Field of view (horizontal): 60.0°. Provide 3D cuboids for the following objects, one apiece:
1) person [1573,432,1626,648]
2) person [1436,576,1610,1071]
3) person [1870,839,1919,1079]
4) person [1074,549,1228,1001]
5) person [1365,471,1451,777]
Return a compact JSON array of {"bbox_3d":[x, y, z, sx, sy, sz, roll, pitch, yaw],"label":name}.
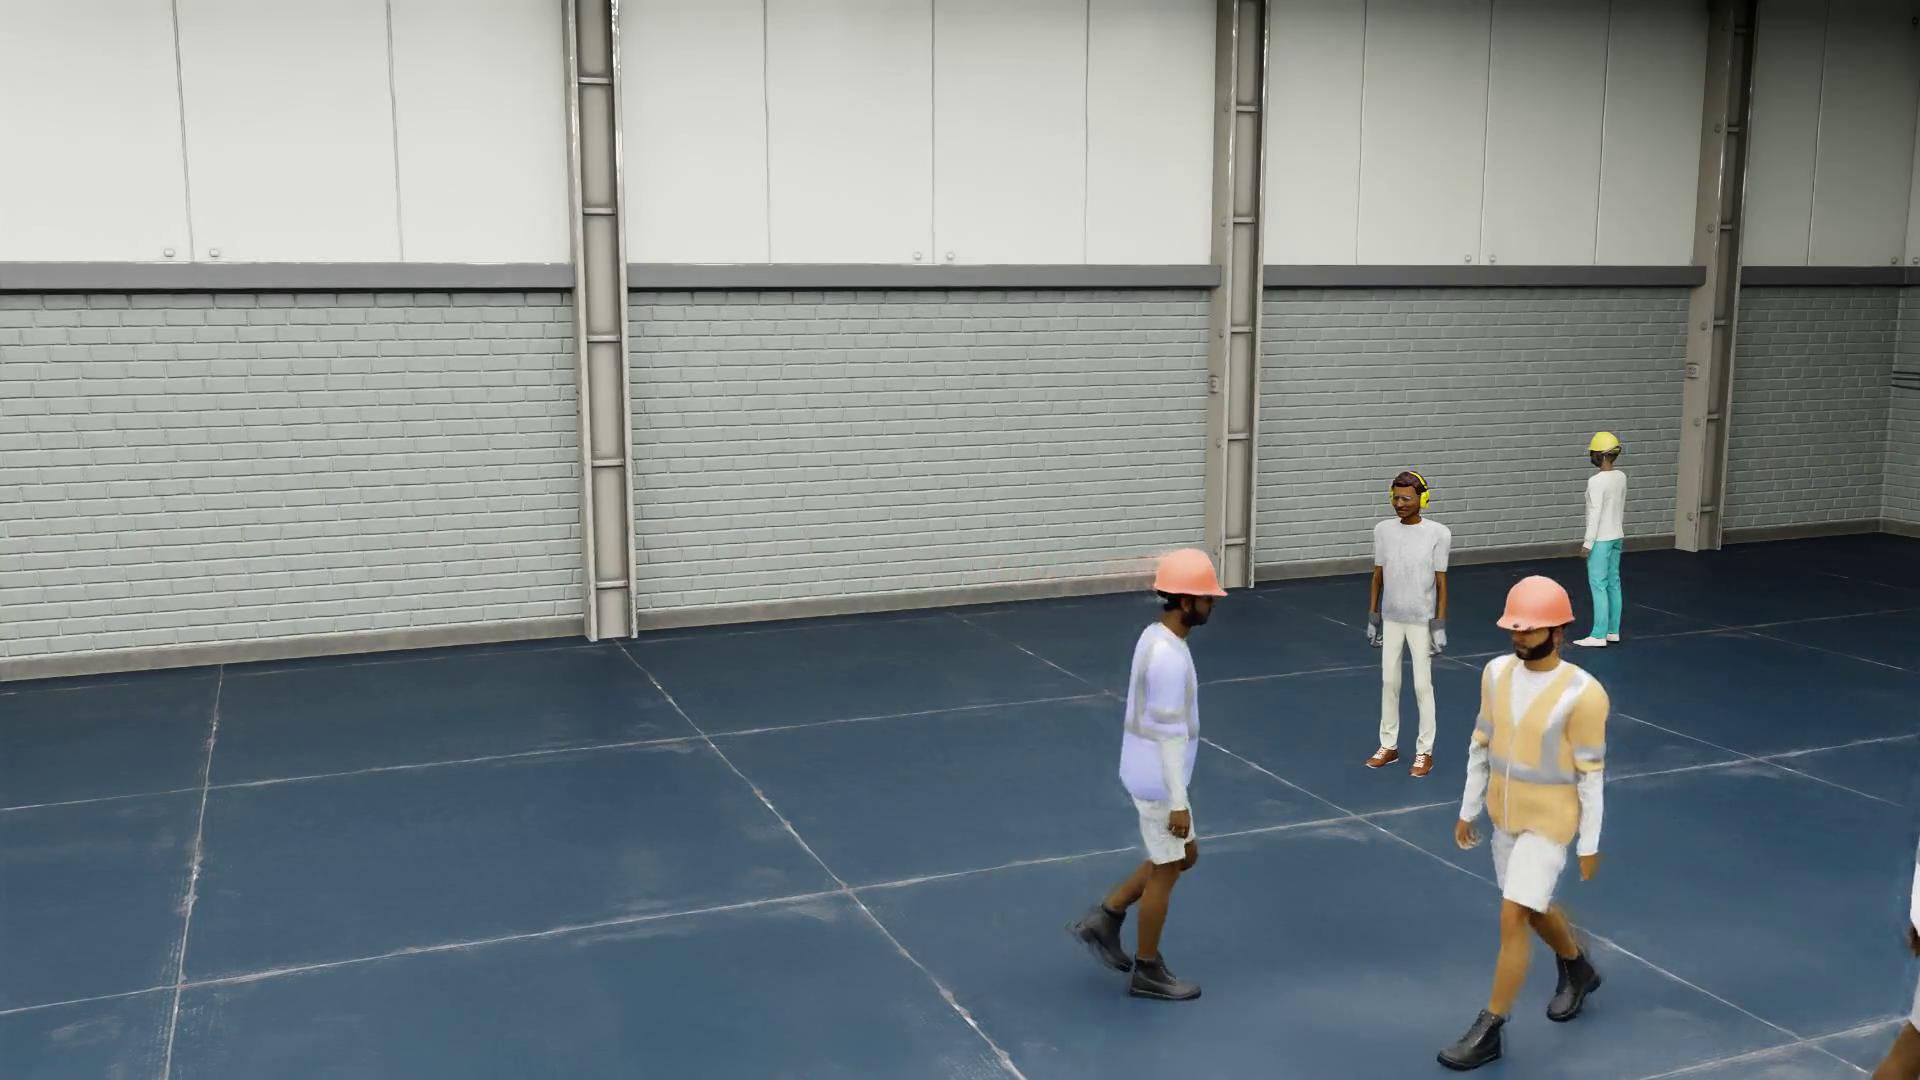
[{"bbox_3d":[5.231,-0.003,13.593,0.533,1.767,0.327,-8,12,-42],"label":"person"},{"bbox_3d":[2.264,1.060,6.499,0.949,1.905,0.554,-5,10,-29],"label":"person"},{"bbox_3d":[3.348,1.256,5.291,0.962,1.888,0.574,3,10,19],"label":"person"},{"bbox_3d":[0.828,0.981,6.938,0.528,1.919,0.546,1,9,7],"label":"person"},{"bbox_3d":[2.725,0.503,10.130,0.515,1.865,0.313,7,11,37],"label":"person"}]
